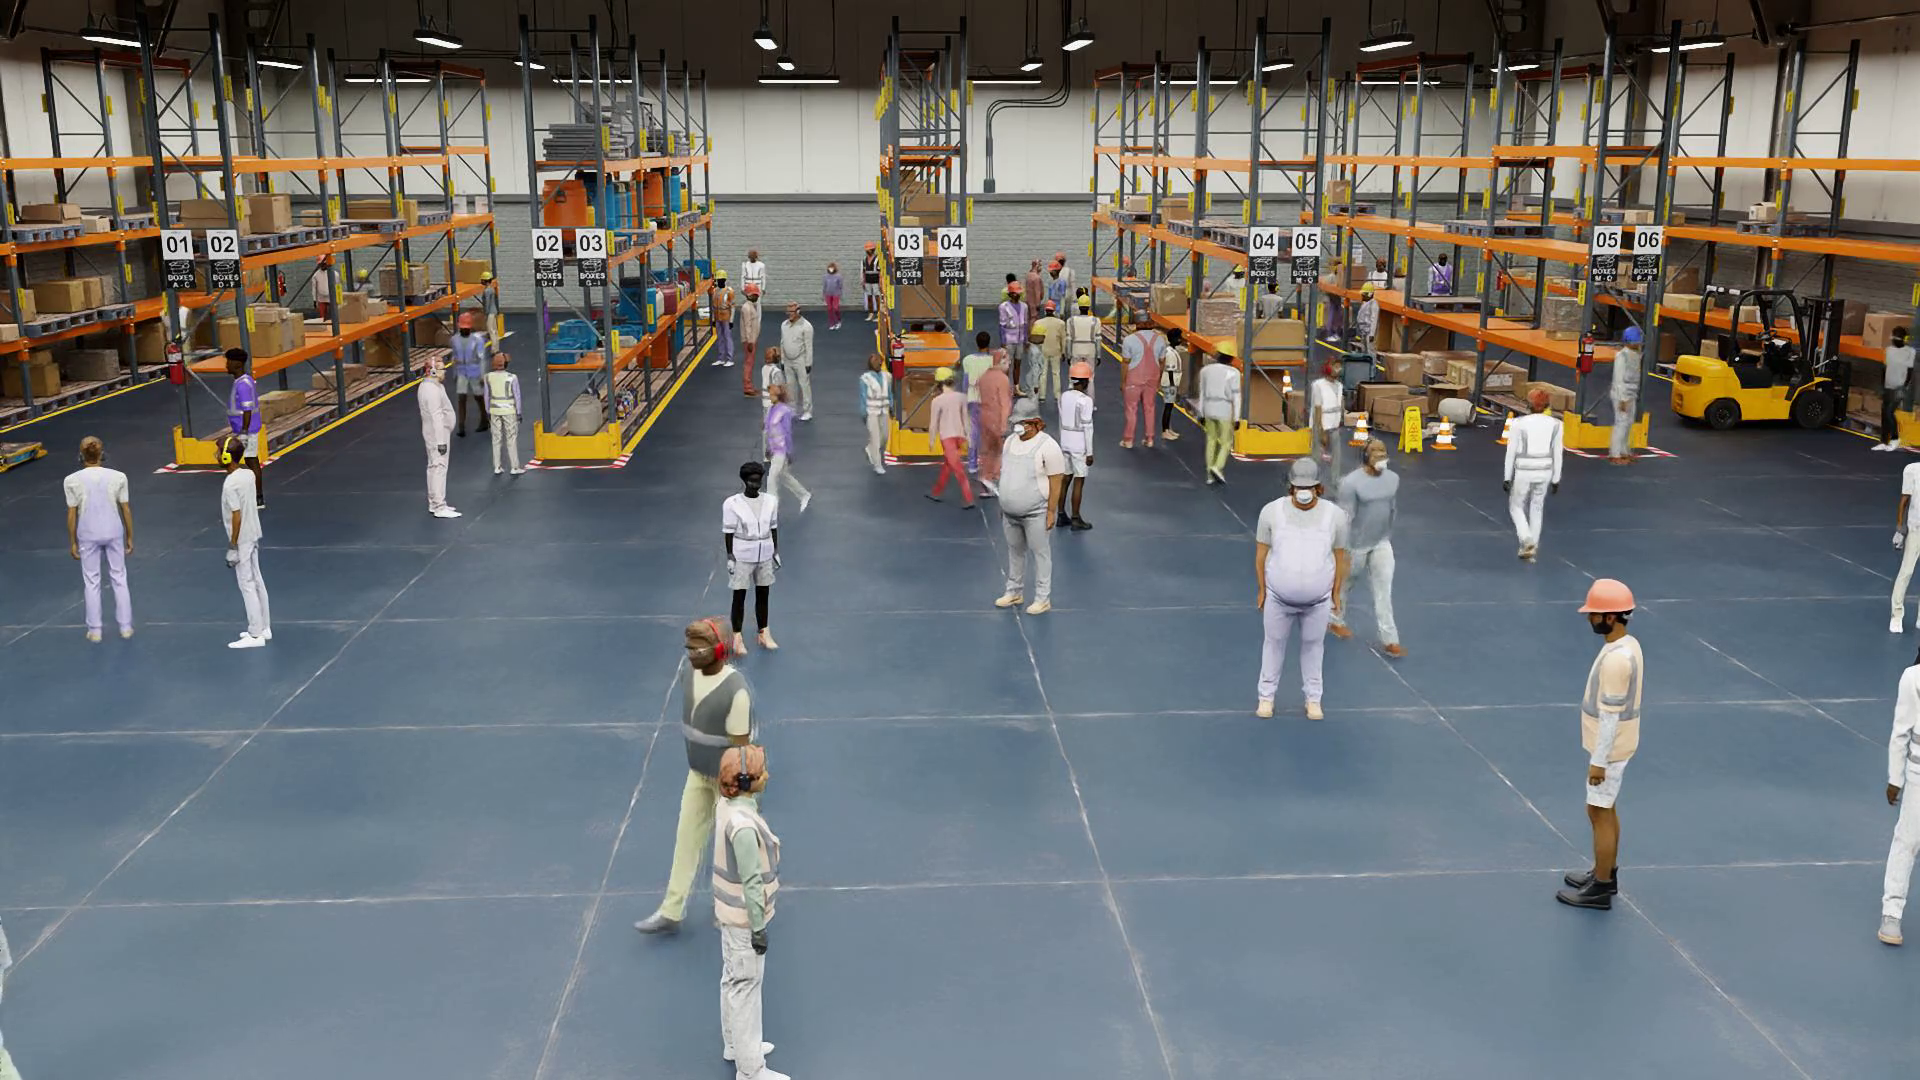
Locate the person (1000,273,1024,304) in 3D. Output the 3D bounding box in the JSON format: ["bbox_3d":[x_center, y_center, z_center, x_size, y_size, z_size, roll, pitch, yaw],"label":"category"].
[{"bbox_3d":[1.129,-4.963,36.143,0.536,1.639,0.911,-7,15,-28],"label":"person"}]

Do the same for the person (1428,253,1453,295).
[{"bbox_3d":[11.547,-5.957,39.959,0.639,1.840,0.429,-2,13,-8],"label":"person"}]

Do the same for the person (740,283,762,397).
[{"bbox_3d":[-3.665,-3.519,29.280,0.400,1.989,0.623,-1,13,-3],"label":"person"}]

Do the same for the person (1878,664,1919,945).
[{"bbox_3d":[5.362,1.313,9.048,0.574,1.881,0.358,4,14,17],"label":"person"}]

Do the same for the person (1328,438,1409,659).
[{"bbox_3d":[3.538,0.038,14.457,0.647,1.882,1.042,-5,14,-21],"label":"person"}]

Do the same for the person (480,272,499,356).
[{"bbox_3d":[-9.900,-4.748,34.971,0.313,1.769,0.523,0,13,-1],"label":"person"}]

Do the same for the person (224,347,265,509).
[{"bbox_3d":[-8.657,-1.350,20.144,0.366,1.967,0.603,-5,14,-20],"label":"person"}]

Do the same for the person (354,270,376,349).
[{"bbox_3d":[-12.985,-5.052,36.416,0.503,1.692,0.918,2,13,8],"label":"person"}]

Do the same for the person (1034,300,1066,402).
[{"bbox_3d":[1.542,-3.244,28.629,0.575,1.747,0.336,0,13,1],"label":"person"}]

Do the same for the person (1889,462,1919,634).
[{"bbox_3d":[8.680,-0.069,14.926,0.536,1.869,0.312,2,13,10],"label":"person"}]

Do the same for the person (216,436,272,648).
[{"bbox_3d":[-6.294,0.018,14.555,0.330,1.874,0.518,-1,13,-2],"label":"person"}]

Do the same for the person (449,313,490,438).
[{"bbox_3d":[-7.467,-2.513,25.269,0.587,1.874,1.021,1,13,3],"label":"person"}]

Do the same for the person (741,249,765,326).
[{"bbox_3d":[-5.062,-6.170,40.741,0.584,1.883,0.337,0,13,-1],"label":"person"}]

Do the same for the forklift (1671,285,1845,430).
[{"bbox_3d":[12.503,-2.886,26.166,2.313,2.155,1.214,-1,13,-3],"label":"forklift"}]

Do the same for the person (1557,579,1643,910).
[{"bbox_3d":[3.699,1.167,9.578,0.383,1.926,0.550,6,15,24],"label":"person"}]

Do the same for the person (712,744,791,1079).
[{"bbox_3d":[-0.996,1.740,7.756,0.308,1.640,0.510,-4,14,-18],"label":"person"}]

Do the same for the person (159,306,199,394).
[{"bbox_3d":[-13.896,-3.520,29.630,0.586,1.826,0.482,1,13,5],"label":"person"}]

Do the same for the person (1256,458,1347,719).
[{"bbox_3d":[2.590,0.375,12.677,0.675,2.000,0.537,2,13,9],"label":"person"}]

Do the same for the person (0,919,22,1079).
[{"bbox_3d":[-4.139,1.833,6.933,0.427,1.847,0.570,-8,16,-32],"label":"person"}]

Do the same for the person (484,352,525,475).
[{"bbox_3d":[-6.106,-1.684,22.261,0.524,1.639,0.308,3,14,13],"label":"person"}]

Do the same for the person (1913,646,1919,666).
[{"bbox_3d":[8.217,0.180,13.725,0.366,1.935,0.552,3,14,11],"label":"person"}]

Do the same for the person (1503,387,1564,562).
[{"bbox_3d":[6.025,-0.675,17.489,0.605,1.866,0.464,0,13,0],"label":"person"}]

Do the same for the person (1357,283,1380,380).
[{"bbox_3d":[7.697,-3.936,31.419,0.405,1.824,0.594,-2,13,-8],"label":"person"}]

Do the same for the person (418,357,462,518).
[{"bbox_3d":[-6.173,-1.221,19.729,0.405,1.906,0.653,-6,15,-25],"label":"person"}]

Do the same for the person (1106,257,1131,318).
[{"bbox_3d":[3.945,-6.054,40.602,0.715,1.724,0.571,3,14,13],"label":"person"}]

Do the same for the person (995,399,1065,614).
[{"bbox_3d":[0.605,-0.323,15.635,0.688,2.000,0.536,12,18,42],"label":"person"}]

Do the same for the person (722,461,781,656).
[{"bbox_3d":[-1.794,0.150,14.377,0.532,1.693,0.319,-9,16,-33],"label":"person"}]

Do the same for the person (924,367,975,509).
[{"bbox_3d":[-0.118,-1.244,20.247,0.959,1.707,0.531,13,18,43],"label":"person"}]

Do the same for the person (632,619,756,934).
[{"bbox_3d":[-1.412,1.325,9.111,0.691,1.822,0.600,-13,18,-43],"label":"person"}]

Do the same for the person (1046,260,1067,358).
[{"bbox_3d":[1.980,-4.793,34.602,0.418,2.034,0.605,-6,15,-25],"label":"person"}]

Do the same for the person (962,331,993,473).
[{"bbox_3d":[0.302,-1.836,22.306,0.597,1.919,0.383,9,16,35],"label":"person"}]

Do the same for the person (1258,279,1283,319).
[{"bbox_3d":[5.951,-4.051,31.797,0.531,1.870,0.317,9,16,33],"label":"person"}]
